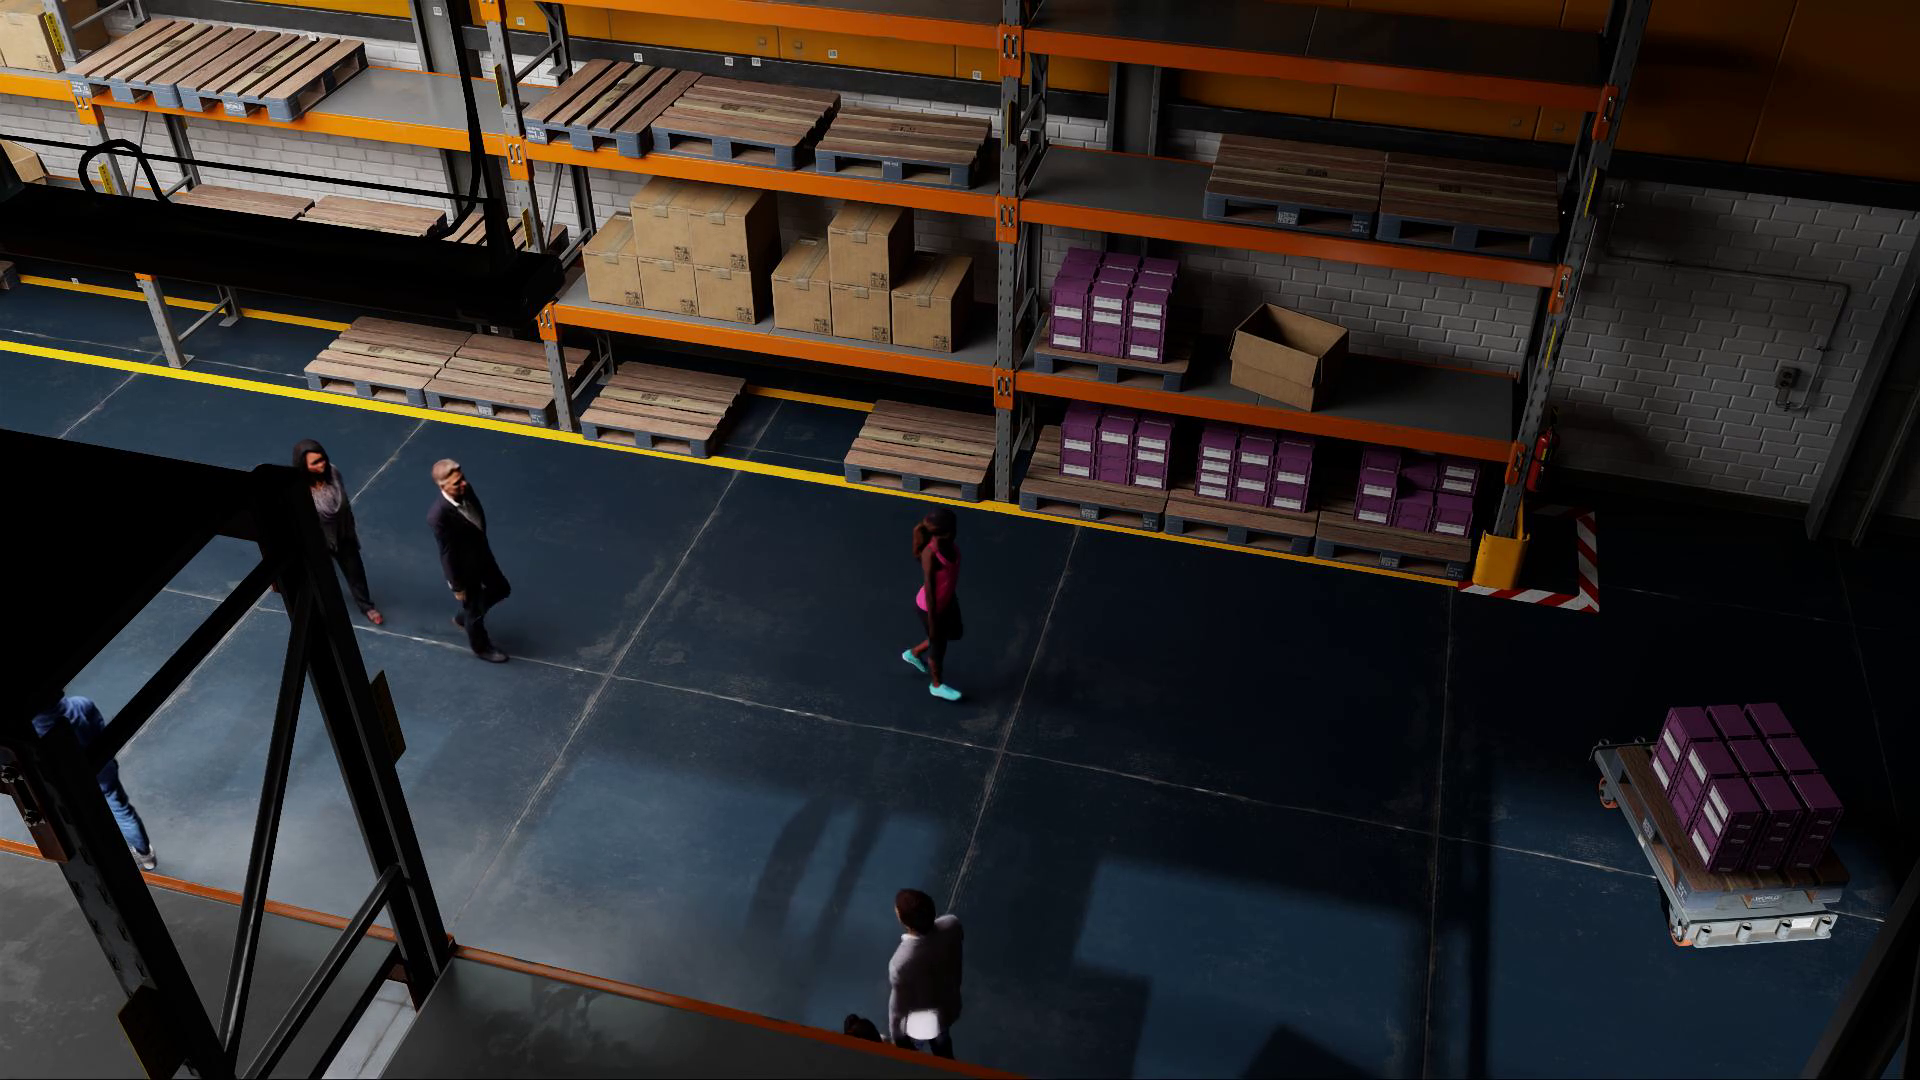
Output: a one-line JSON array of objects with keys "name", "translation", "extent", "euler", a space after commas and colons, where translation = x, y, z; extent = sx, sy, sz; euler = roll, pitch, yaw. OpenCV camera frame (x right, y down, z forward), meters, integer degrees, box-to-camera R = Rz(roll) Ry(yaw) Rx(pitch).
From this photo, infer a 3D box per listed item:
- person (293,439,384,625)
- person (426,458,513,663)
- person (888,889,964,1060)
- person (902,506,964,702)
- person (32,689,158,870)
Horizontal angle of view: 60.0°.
[{"name": "person", "translation": [-4.778, -0.079, 12.425], "extent": [0.913, 1.591, 1.032], "euler": [-32, 48, -33]}, {"name": "person", "translation": [-3.616, 0.127, 11.998], "extent": [0.699, 1.802, 0.708], "euler": [10, 40, 12]}, {"name": "person", "translation": [-0.123, 2.565, 8.924], "extent": [0.958, 1.829, 1.046], "euler": [-28, 46, -30]}, {"name": "person", "translation": [-0.235, 0.427, 11.691], "extent": [0.762, 1.717, 0.638], "euler": [16, 41, 19]}, {"name": "person", "translation": [-5.446, 1.472, 10.306], "extent": [0.710, 1.811, 0.747], "euler": [25, 45, 28]}]
